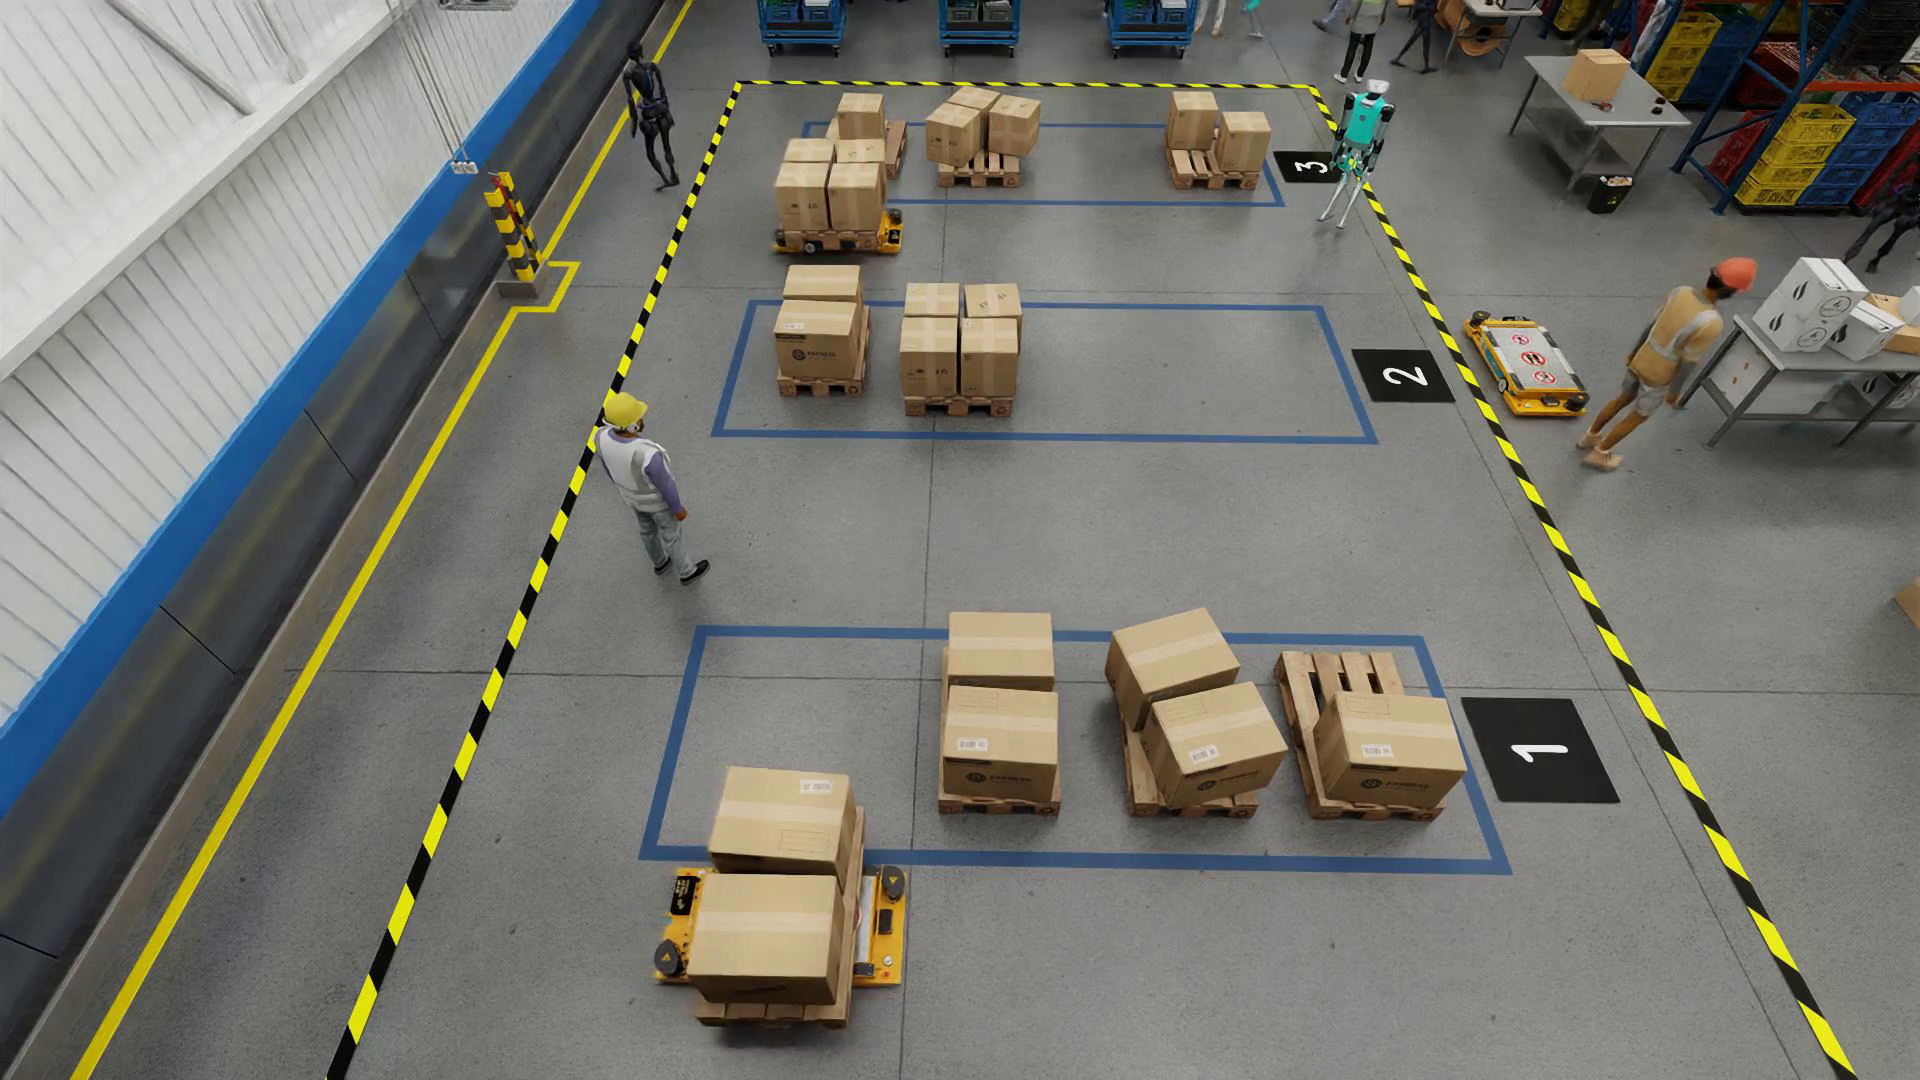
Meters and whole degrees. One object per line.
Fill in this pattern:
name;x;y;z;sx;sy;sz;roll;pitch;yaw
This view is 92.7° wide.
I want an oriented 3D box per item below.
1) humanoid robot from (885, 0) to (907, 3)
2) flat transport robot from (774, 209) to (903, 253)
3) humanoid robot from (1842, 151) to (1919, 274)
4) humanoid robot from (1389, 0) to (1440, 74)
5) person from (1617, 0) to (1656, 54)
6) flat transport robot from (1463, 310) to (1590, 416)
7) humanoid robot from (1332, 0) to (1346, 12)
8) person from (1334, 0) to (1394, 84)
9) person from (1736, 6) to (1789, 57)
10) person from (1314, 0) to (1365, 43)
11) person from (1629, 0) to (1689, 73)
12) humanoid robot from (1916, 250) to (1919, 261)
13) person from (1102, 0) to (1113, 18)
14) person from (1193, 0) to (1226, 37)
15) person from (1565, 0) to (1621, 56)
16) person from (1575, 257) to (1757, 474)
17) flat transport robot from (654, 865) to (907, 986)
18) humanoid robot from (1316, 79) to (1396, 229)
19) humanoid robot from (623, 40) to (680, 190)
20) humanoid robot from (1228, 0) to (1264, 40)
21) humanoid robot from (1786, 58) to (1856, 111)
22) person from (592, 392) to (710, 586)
humanoid robot;-1.115;-9.828;15.099;0.599;1.657;0.315;20;52;17
flat transport robot;-1.393;-3.600;10.631;1.431;0.197;0.652;1;49;1
humanoid robot;9.983;-3.501;9.668;0.809;1.630;0.605;-27;54;-22
humanoid robot;6.837;-7.638;13.241;0.751;1.625;0.612;21;52;17
person;9.878;-7.578;13.023;0.839;1.891;0.600;-1;49;-1
flat transport robot;5.573;-1.757;9.054;0.659;0.231;1.431;1;49;1
humanoid robot;6.377;-9.459;14.786;0.365;1.639;0.601;-11;50;-9
person;5.753;-7.430;12.920;0.586;1.848;0.389;-1;49;-1
person;12.039;-7.982;13.294;0.735;2.006;0.656;-10;50;-8
person;6.085;-8.603;14.023;0.528;1.705;0.958;-30;55;-23
person;9.423;-6.762;12.413;0.502;1.737;0.321;-13;50;-11
humanoid robot;9.951;-2.835;9.049;1.010;1.759;0.532;-10;50;-8
person;2.539;-9.273;14.511;0.445;1.855;0.503;-4;49;-3
person;3.979;-8.771;14.085;0.633;1.841;0.429;22;53;18
person;9.451;-8.026;13.451;0.484;1.826;0.593;-17;51;-14
person;5.790;-1.442;7.624;0.497;2.014;0.639;2;49;2
flat transport robot;-1.055;2.302;5.522;1.431;0.197;0.652;1;49;1
humanoid robot;4.483;-4.354;10.240;0.533;1.680;0.735;33;57;25
humanoid robot;-3.684;-5.069;10.987;0.406;1.636;0.607;26;54;21
humanoid robot;4.516;-8.512;13.996;0.767;1.891;0.550;14;51;12
humanoid robot;11.122;-6.077;11.830;0.547;1.787;0.807;9;50;8
person;-2.292;-0.356;6.807;0.602;1.830;0.404;22;53;18
